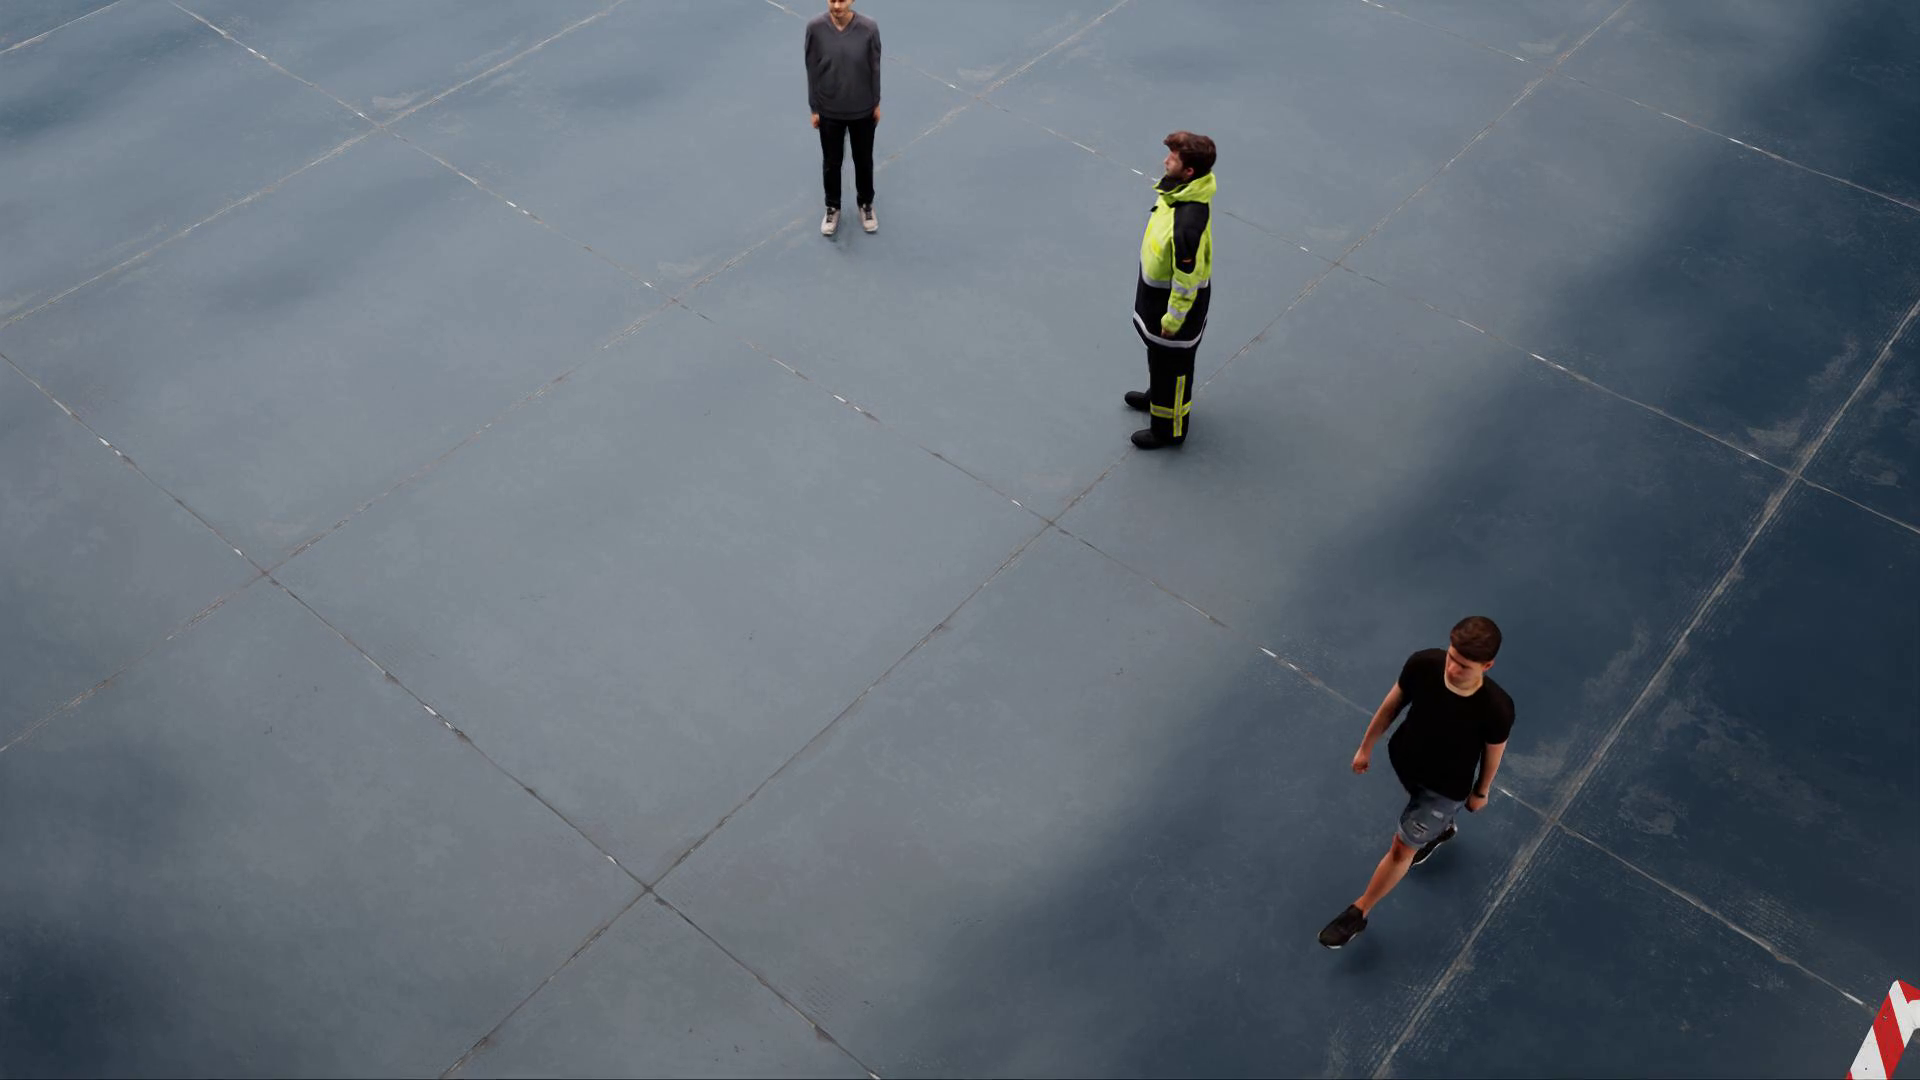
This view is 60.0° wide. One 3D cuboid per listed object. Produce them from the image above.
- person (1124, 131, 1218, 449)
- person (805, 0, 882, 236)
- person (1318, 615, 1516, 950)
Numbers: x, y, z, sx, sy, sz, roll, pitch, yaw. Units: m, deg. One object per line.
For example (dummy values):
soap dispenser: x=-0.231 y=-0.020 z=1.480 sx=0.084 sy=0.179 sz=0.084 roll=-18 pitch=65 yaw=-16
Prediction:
person: x=1.160 y=-1.342 z=8.955 sx=0.901 sy=1.983 sz=0.865 roll=0 pitch=47 yaw=0
person: x=-0.710 y=-2.714 z=10.376 sx=0.684 sy=1.760 sz=0.745 roll=-3 pitch=47 yaw=-3
person: x=2.042 y=0.909 z=7.001 sx=0.875 sy=1.796 sz=1.187 roll=-32 pitch=55 yaw=-26
